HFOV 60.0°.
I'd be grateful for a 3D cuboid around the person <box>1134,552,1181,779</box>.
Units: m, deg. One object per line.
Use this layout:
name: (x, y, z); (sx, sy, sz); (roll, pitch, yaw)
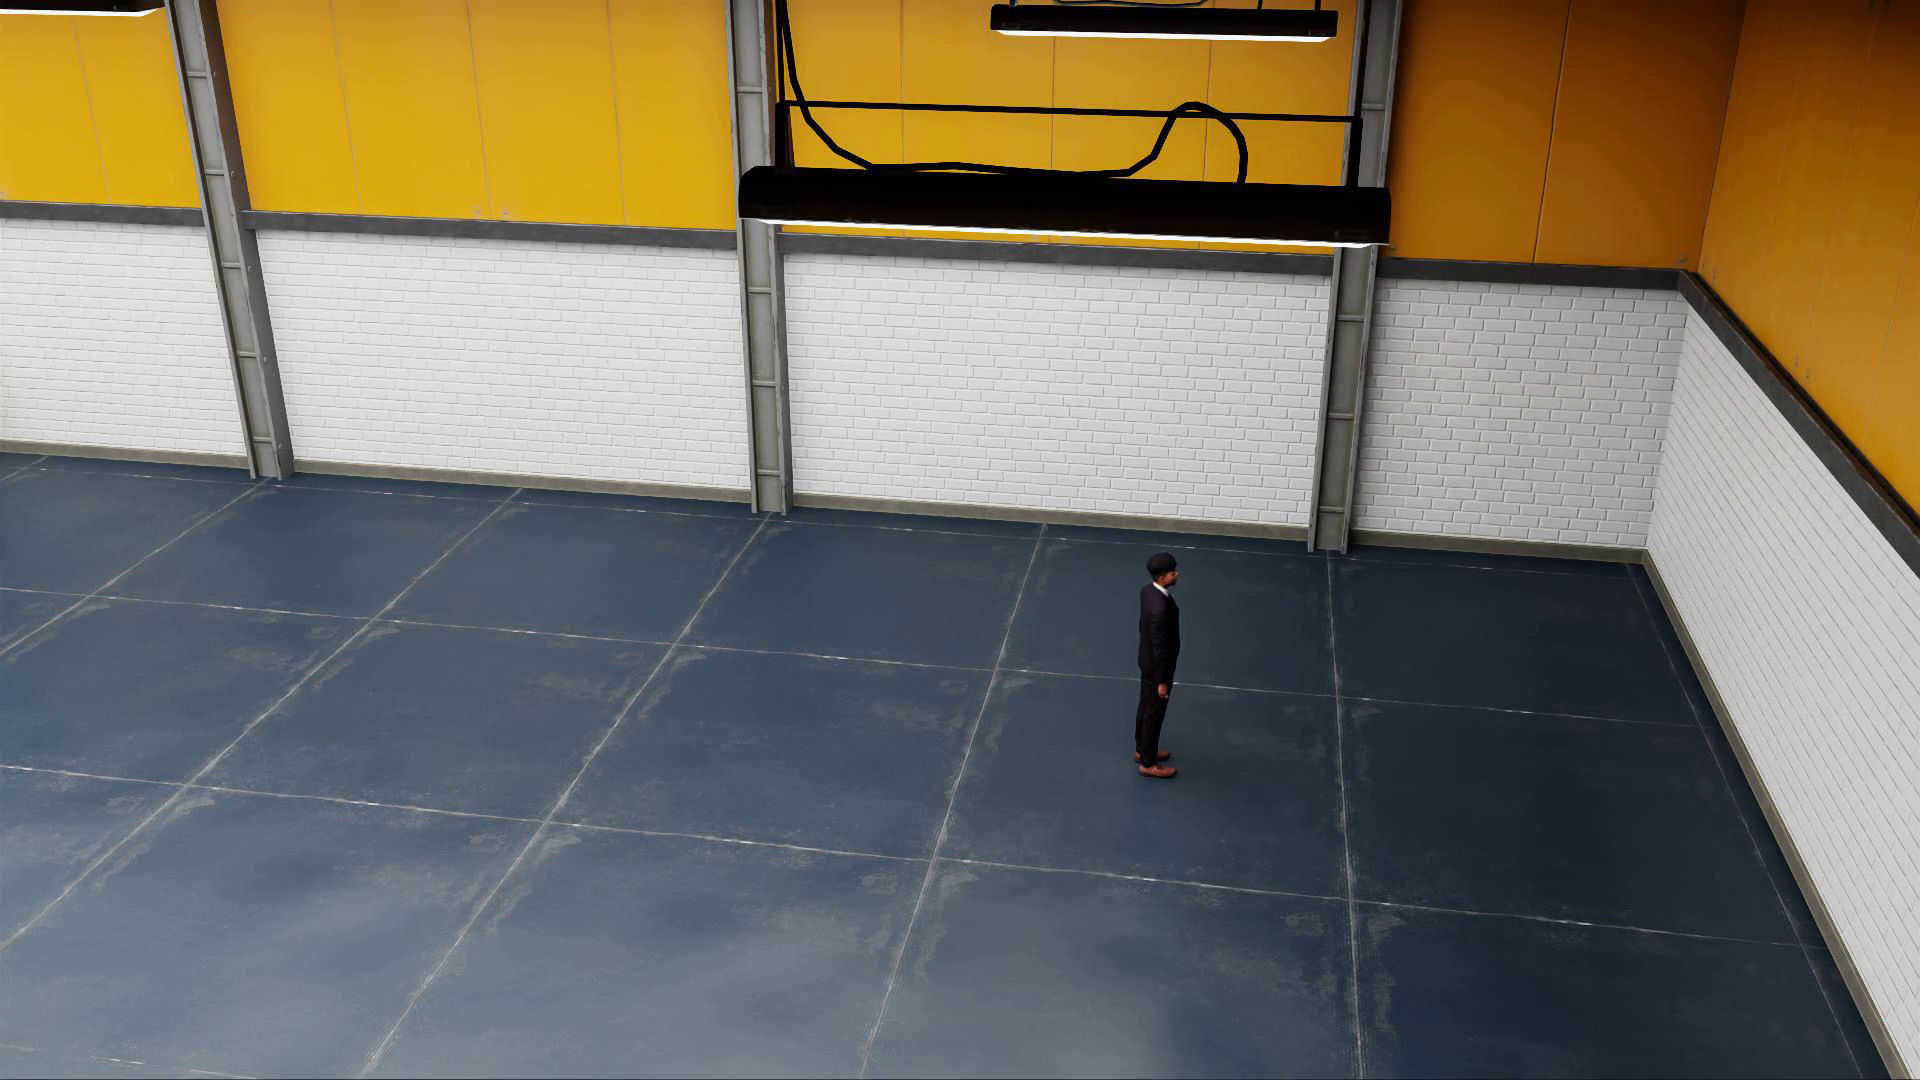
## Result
person: (1.524, 0.959, 13.021); (0.650, 1.884, 0.748); (-2, 24, -4)
